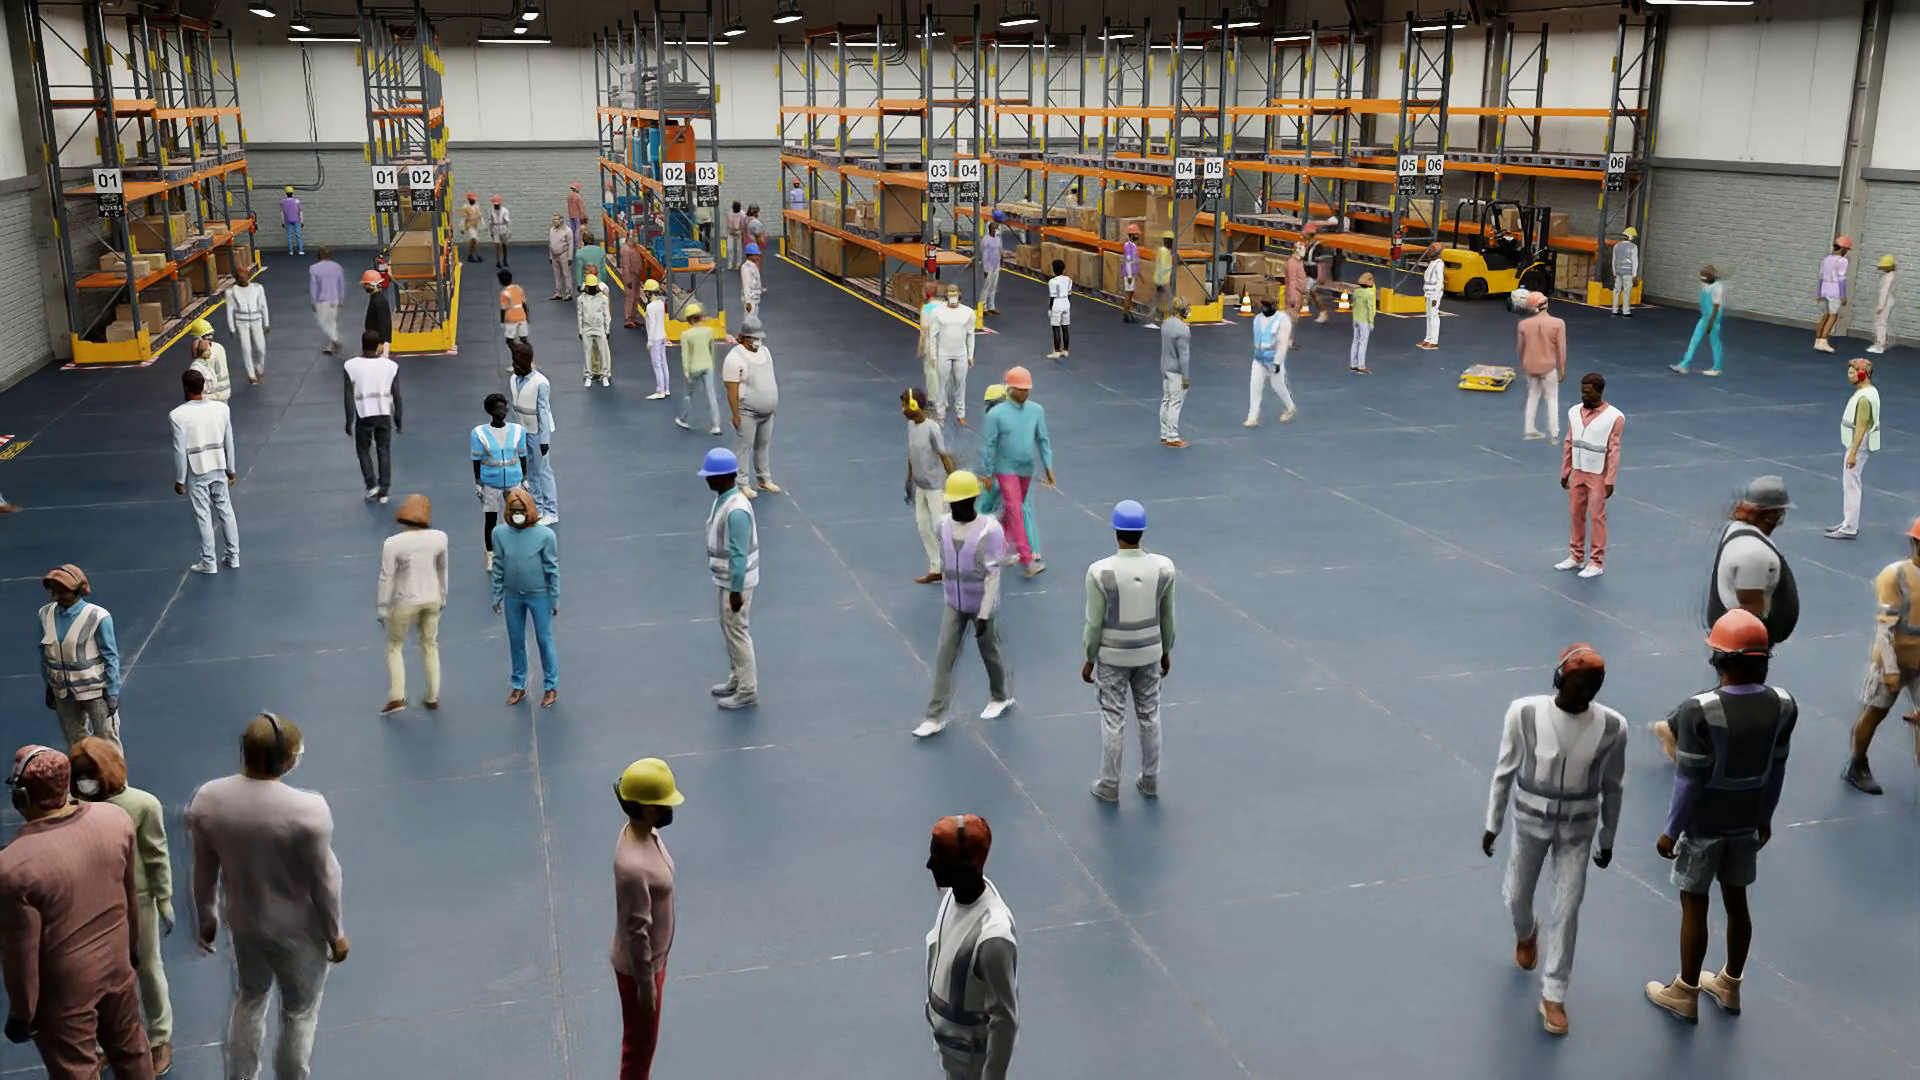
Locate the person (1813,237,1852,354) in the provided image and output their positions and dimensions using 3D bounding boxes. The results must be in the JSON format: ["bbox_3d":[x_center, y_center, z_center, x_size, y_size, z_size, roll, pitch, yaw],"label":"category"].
[{"bbox_3d":[15.286,-4.283,29.162,0.597,1.998,0.827,-1,15,-3],"label":"person"}]

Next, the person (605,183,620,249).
[{"bbox_3d":[-10.289,-9.604,49.289,0.718,1.949,0.617,7,17,26],"label":"person"}]

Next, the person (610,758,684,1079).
[{"bbox_3d":[-1.285,1.738,6.925,0.327,1.765,0.531,-2,15,-6],"label":"person"}]

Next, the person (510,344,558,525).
[{"bbox_3d":[-4.451,-1.106,17.360,0.587,1.910,0.396,13,20,40],"label":"person"}]

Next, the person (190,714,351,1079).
[{"bbox_3d":[-2.944,1.643,7.044,0.752,1.908,0.389,4,15,14],"label":"person"}]

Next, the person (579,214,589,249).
[{"bbox_3d":[-9.058,-7.045,40.224,0.310,1.636,0.524,-4,15,-15],"label":"person"}]

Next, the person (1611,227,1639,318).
[{"bbox_3d":[13.508,-5.418,33.740,0.403,1.824,0.586,-7,17,-26],"label":"person"}]

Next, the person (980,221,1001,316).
[{"bbox_3d":[0.637,-5.552,34.049,0.383,1.931,0.630,9,18,31],"label":"person"}]

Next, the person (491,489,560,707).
[{"bbox_3d":[-3.160,0.421,12.152,0.503,1.629,0.276,2,15,8],"label":"person"}]

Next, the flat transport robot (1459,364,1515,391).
[{"bbox_3d":[8.205,-2.532,25.857,0.652,0.197,1.431,7,16,24],"label":"flat transport robot"}]

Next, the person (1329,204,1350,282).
[{"bbox_3d":[9.181,-7.245,40.426,0.551,1.921,0.552,-4,15,-14],"label":"person"}]

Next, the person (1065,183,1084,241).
[{"bbox_3d":[3.397,-9.690,49.710,0.613,1.883,0.953,-4,15,-15],"label":"person"}]

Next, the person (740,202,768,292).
[{"bbox_3d":[-4.718,-6.744,38.316,0.536,2.000,0.683,-12,19,-38],"label":"person"}]

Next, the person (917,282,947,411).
[{"bbox_3d":[-0.436,-2.757,23.709,0.668,1.828,0.595,9,17,29],"label":"person"}]

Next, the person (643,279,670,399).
[{"bbox_3d":[-4.529,-2.972,24.649,0.324,1.767,0.533,3,15,10],"label":"person"}]

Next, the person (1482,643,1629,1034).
[{"bbox_3d":[2.870,1.382,8.067,0.628,1.862,0.753,4,15,15],"label":"person"}]

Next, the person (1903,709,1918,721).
[{"bbox_3d":[7.036,0.422,11.601,0.406,1.911,0.639,-7,16,-25],"label":"person"}]

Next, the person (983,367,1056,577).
[{"bbox_3d":[0.578,-0.643,15.531,0.633,1.939,1.008,-9,17,-31],"label":"person"}]

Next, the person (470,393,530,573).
[{"bbox_3d":[-4.309,-0.542,15.630,0.536,1.700,0.318,-8,17,-27],"label":"person"}]

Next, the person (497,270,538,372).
[{"bbox_3d":[-7.241,-3.590,27.163,0.320,1.672,0.676,8,17,27],"label":"person"}]

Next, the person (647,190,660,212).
[{"bbox_3d":[-8.729,-8.891,46.771,0.626,1.847,0.429,10,18,33],"label":"person"}]

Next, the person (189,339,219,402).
[{"bbox_3d":[-8.840,-1.536,19.501,0.314,1.634,0.515,-2,15,-6],"label":"person"}]

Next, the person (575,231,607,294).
[{"bbox_3d":[-6.957,-4.857,31.422,0.626,1.933,0.370,-13,20,-40],"label":"person"}]

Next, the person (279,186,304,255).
[{"bbox_3d":[-18.995,-9.077,47.311,0.592,1.926,0.366,-5,16,-19],"label":"person"}]

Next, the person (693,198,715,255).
[{"bbox_3d":[-7.293,-9.077,47.273,0.656,1.956,0.820,-3,15,-11],"label":"person"}]

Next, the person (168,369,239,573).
[{"bbox_3d":[-7.064,-0.642,15.586,0.374,1.917,0.596,10,18,33],"label":"person"}]

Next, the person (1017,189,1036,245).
[{"bbox_3d":[1.917,-9.222,48.064,0.619,1.818,0.501,-2,15,-9],"label":"person"}]

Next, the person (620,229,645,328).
[{"bbox_3d":[-6.356,-5.079,32.334,0.400,1.899,0.653,2,15,6],"label":"person"}]

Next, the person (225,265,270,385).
[{"bbox_3d":[-11.007,-3.318,25.746,0.626,1.865,0.484,-9,17,-30],"label":"person"}]

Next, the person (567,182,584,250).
[{"bbox_3d":[-11.223,-9.464,48.669,0.617,1.983,0.422,12,19,37],"label":"person"}]

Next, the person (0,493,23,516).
[{"bbox_3d":[-10.295,-1.141,17.487,0.558,1.921,0.641,-2,15,-8],"label":"person"}]

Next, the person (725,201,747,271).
[{"bbox_3d":[-5.779,-7.832,42.902,0.637,1.791,0.795,2,15,7],"label":"person"}]

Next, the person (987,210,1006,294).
[{"bbox_3d":[0.763,-6.571,37.963,0.393,1.896,0.724,-7,16,-23],"label":"person"}]

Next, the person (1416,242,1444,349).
[{"bbox_3d":[8.391,-4.336,29.552,0.352,1.884,0.579,0,15,0],"label":"person"}]

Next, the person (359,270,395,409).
[{"bbox_3d":[-8.311,-2.857,23.774,0.385,1.993,0.623,-6,16,-22],"label":"person"}]

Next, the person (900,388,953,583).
[{"bbox_3d":[-0.258,-0.466,15.098,0.459,1.828,0.615,-11,18,-35],"label":"person"}]

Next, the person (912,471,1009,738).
[{"bbox_3d":[0.062,0.430,11.657,0.588,1.879,0.968,10,18,33],"label":"person"}]

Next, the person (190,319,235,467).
[{"bbox_3d":[-8.908,-1.717,19.806,0.404,1.828,0.592,-1,15,-5],"label":"person"}]

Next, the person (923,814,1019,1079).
[{"bbox_3d":[0.042,1.883,6.153,0.337,1.882,0.583,-4,15,-15],"label":"person"}]
